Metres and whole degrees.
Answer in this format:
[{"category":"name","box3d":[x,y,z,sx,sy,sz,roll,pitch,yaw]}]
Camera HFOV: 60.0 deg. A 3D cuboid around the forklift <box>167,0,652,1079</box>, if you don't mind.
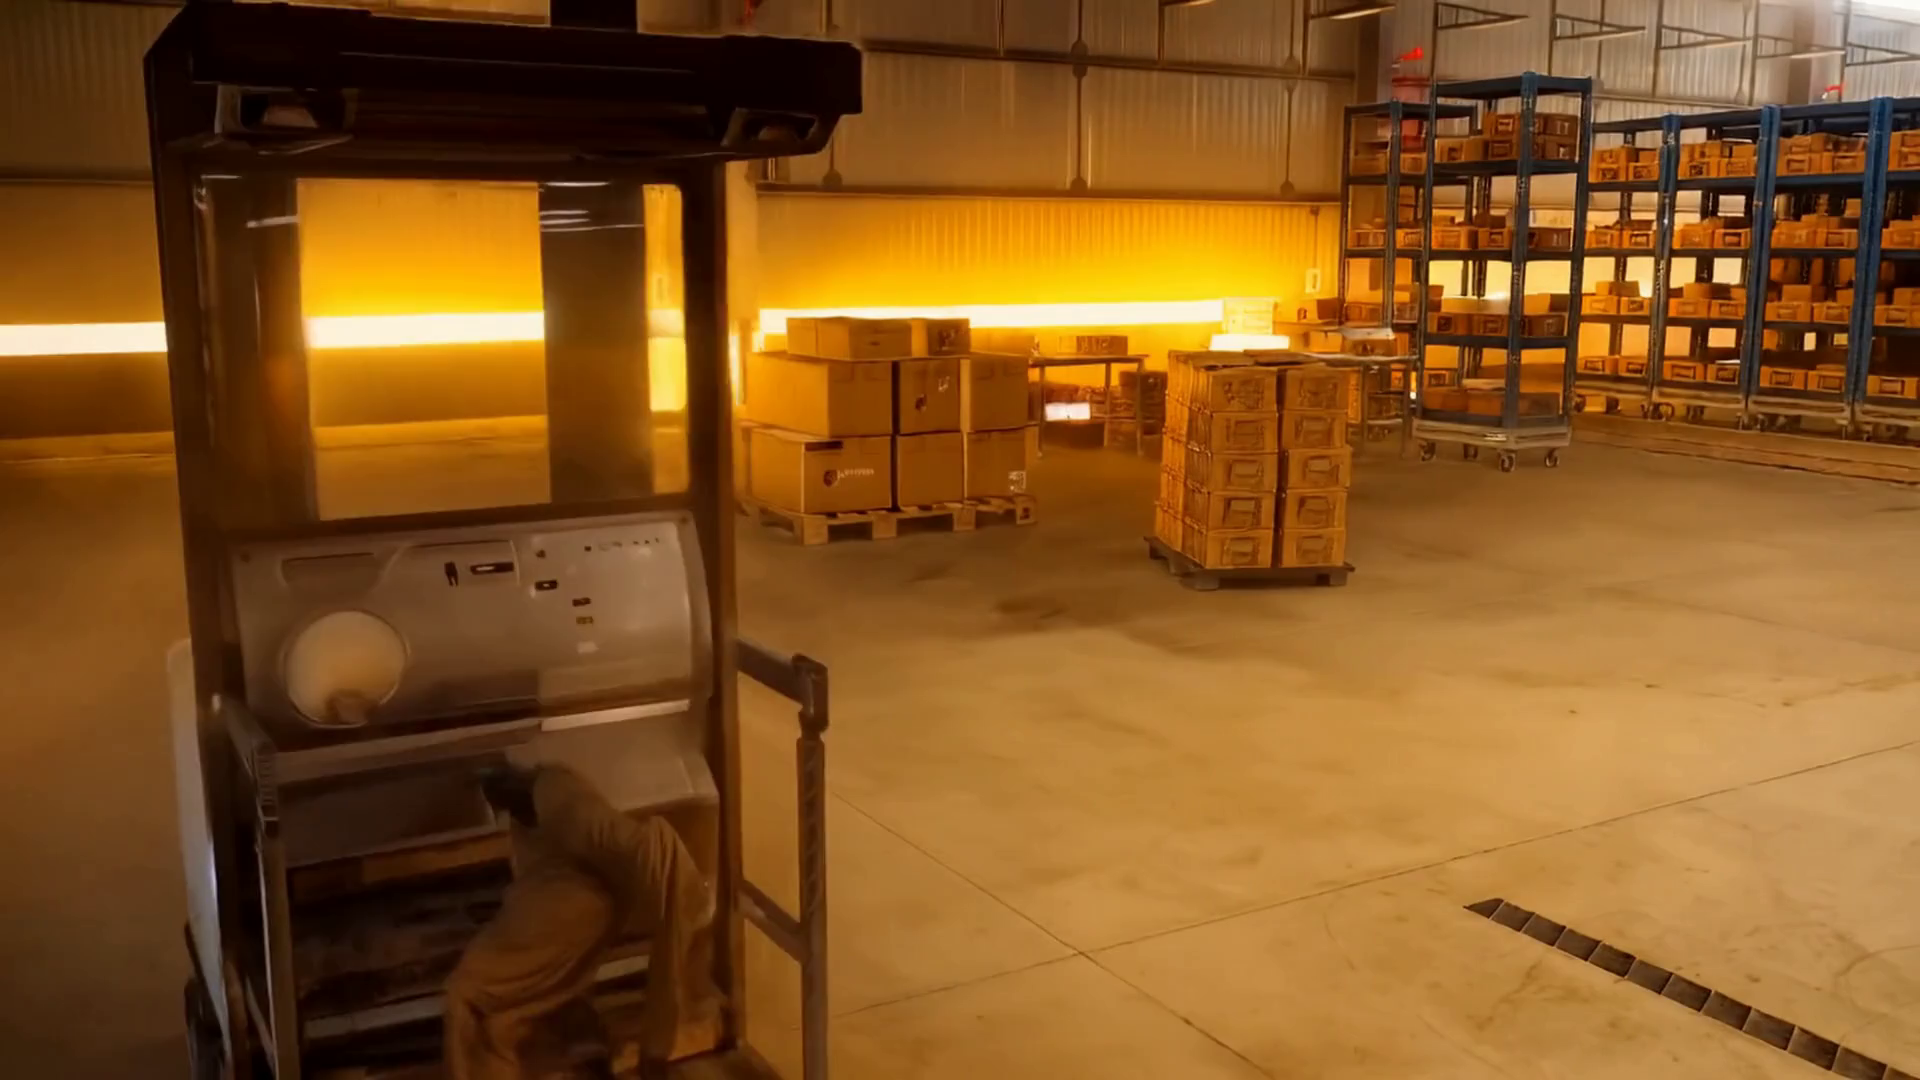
[{"category":"forklift","box3d":[-1.144,0.000,3.672,1.129,2.768,1.873,-6,12,-30]}]
